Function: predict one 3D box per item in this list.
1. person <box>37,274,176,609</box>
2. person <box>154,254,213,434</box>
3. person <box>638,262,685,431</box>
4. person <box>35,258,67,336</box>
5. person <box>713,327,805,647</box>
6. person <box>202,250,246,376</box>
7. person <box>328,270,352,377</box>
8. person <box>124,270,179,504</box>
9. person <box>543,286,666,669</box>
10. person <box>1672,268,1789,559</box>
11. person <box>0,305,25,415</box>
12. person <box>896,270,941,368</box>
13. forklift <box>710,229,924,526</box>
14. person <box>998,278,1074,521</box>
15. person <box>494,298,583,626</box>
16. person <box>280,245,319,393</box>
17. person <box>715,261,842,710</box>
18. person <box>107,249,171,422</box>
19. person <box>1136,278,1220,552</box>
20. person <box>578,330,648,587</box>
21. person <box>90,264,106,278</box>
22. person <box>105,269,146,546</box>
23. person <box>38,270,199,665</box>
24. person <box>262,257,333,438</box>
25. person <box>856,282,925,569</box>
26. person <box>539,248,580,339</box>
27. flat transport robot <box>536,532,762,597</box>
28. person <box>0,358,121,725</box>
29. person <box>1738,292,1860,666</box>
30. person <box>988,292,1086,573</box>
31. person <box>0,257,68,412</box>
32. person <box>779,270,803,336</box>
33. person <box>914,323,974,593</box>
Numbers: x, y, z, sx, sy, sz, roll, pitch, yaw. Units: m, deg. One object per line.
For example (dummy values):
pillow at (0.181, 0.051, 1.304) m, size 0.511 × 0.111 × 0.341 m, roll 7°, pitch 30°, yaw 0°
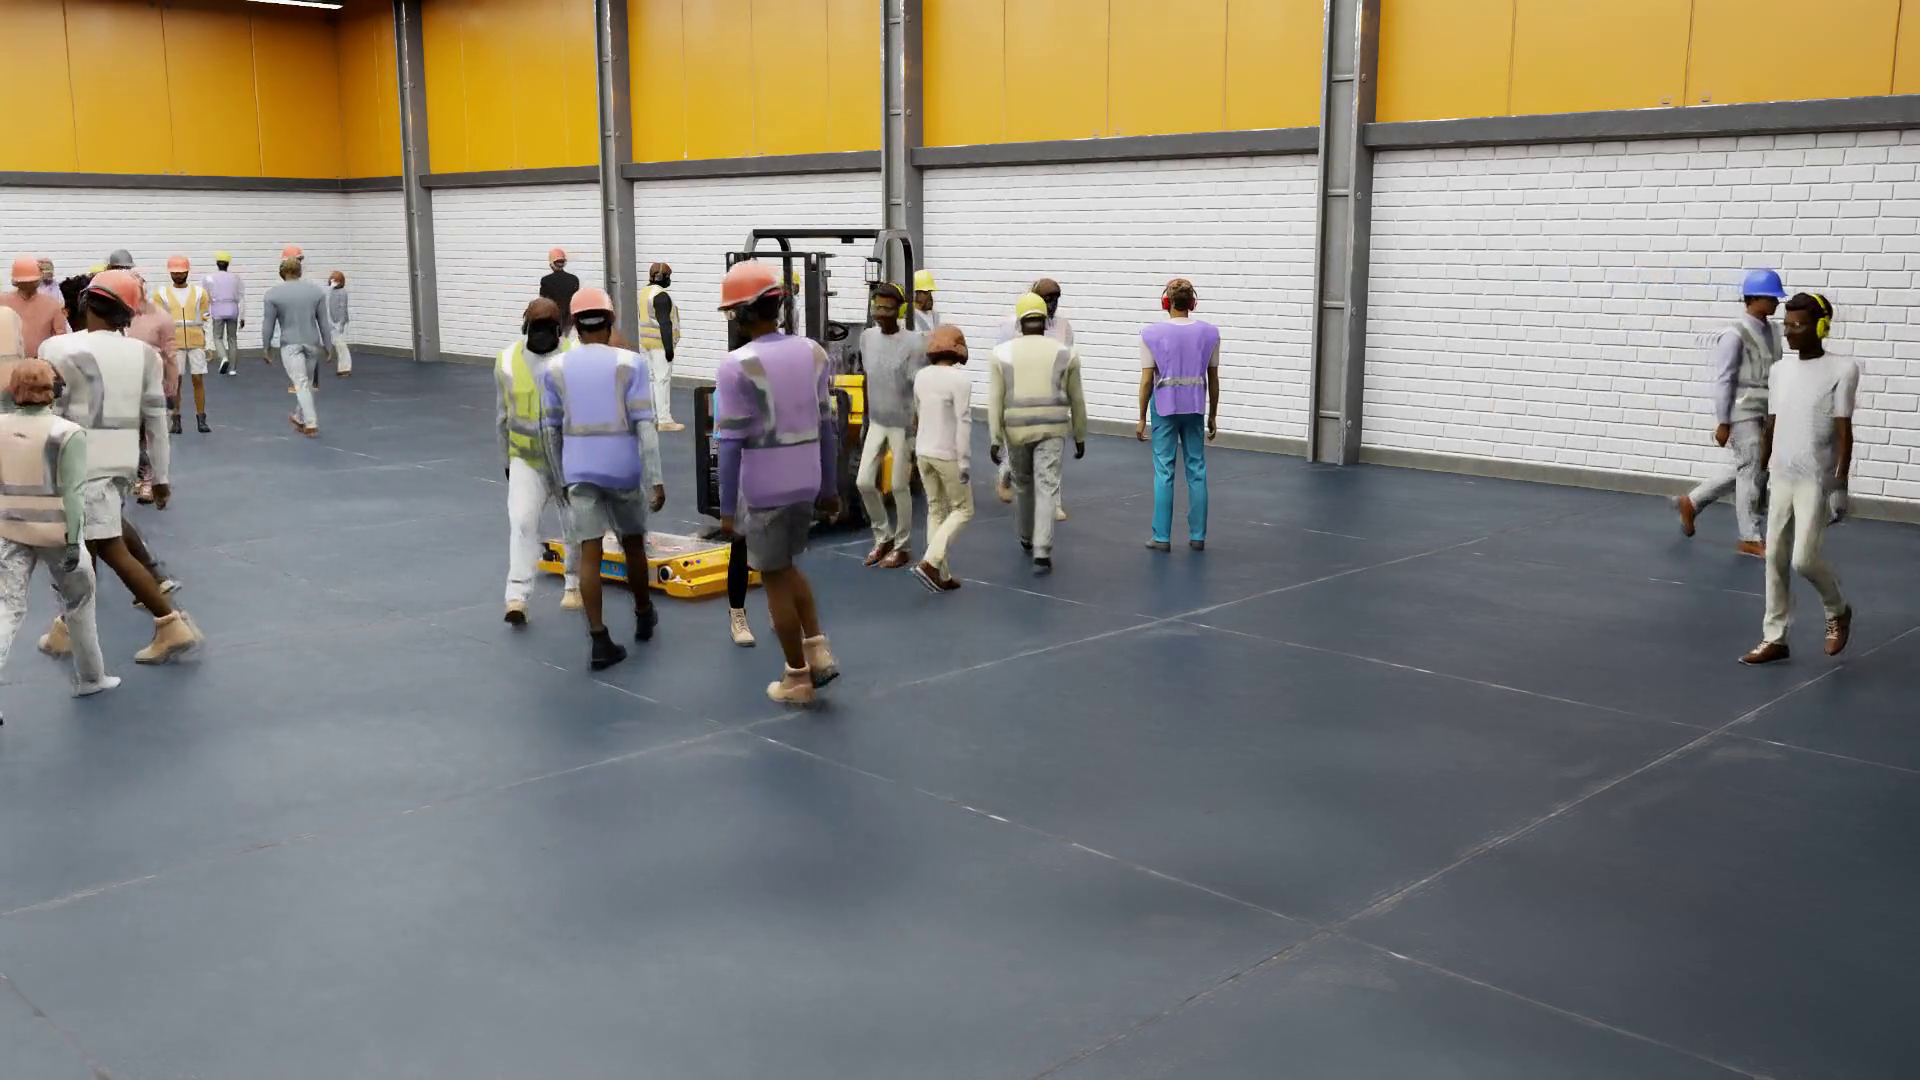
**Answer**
person at (-4.933, -0.563, 9.569) m, size 1.001 × 1.922 × 0.616 m, roll 4°, pitch 11°, yaw 20°
person at (-8.349, -2.106, 17.918) m, size 0.551 × 1.932 × 0.376 m, roll -6°, pitch 12°, yaw -28°
person at (-3.279, -2.115, 18.240) m, size 0.429 × 1.837 × 0.621 m, roll -6°, pitch 12°, yaw -31°
person at (-11.251, -2.545, 20.550) m, size 0.995 × 1.848 × 0.684 m, roll 5°, pitch 12°, yaw 28°
person at (-1.030, -0.301, 8.718) m, size 0.522 × 1.700 × 0.317 m, roll -8°, pitch 13°, yaw -36°
person at (-11.149, -3.432, 25.222) m, size 0.606 × 1.904 × 0.450 m, roll -5°, pitch 12°, yaw -27°
person at (-9.411, -3.268, 25.147) m, size 0.272 × 1.612 × 0.638 m, roll -9°, pitch 14°, yaw -40°
person at (-6.692, -1.247, 13.458) m, size 0.647 × 1.862 × 0.960 m, roll -2°, pitch 11°, yaw -9°
person at (-1.774, -0.341, 8.463) m, size 0.618 × 1.869 × 0.952 m, roll 0°, pitch 10°, yaw 1°
person at (5.212, -0.858, 11.156) m, size 0.613 × 1.923 × 0.792 m, roll -8°, pitch 13°, yaw -38°
person at (-7.663, -1.246, 13.321) m, size 0.676 × 1.905 × 0.589 m, roll 4°, pitch 11°, yaw 19°
person at (-0.343, -1.421, 14.460) m, size 0.404 × 1.829 × 0.600 m, roll 7°, pitch 12°, yaw 33°
forklift at (-1.050, -1.319, 12.920) m, size 1.214 × 2.155 × 2.313 m, roll 2°, pitch 11°, yaw 13°
person at (0.568, -1.076, 12.618) m, size 0.624 × 1.818 × 0.686 m, roll -4°, pitch 11°, yaw -22°
person at (-2.282, -0.432, 9.205) m, size 0.622 × 1.786 × 0.952 m, roll 0°, pitch 10°, yaw -2°
person at (-8.981, -2.990, 22.575) m, size 0.395 × 1.994 × 0.612 m, roll 1°, pitch 10°, yaw 5°
person at (-0.836, -0.226, 7.432) m, size 0.472 × 2.015 × 0.643 m, roll 9°, pitch 14°, yaw 41°
person at (-9.576, -2.352, 18.972) m, size 1.044 × 2.000 × 0.687 m, roll 5°, pitch 11°, yaw 25°
person at (1.471, -0.831, 11.207) m, size 0.566 × 1.844 × 0.381 m, roll -2°, pitch 11°, yaw -10°
person at (-2.084, -0.506, 10.055) m, size 0.436 × 1.612 × 0.518 m, roll -1°, pitch 10°, yaw -3°
person at (-11.987, -2.975, 23.197) m, size 0.528 × 1.742 × 0.757 m, roll -3°, pitch 11°, yaw -17°
person at (-5.859, -0.900, 11.435) m, size 0.426 × 1.911 × 0.602 m, roll -4°, pitch 11°, yaw -18°
person at (-4.268, -0.354, 8.323) m, size 0.986 × 1.968 × 0.615 m, roll 3°, pitch 11°, yaw 14°
person at (-7.066, -2.048, 17.696) m, size 0.656 × 1.892 × 0.995 m, roll -9°, pitch 14°, yaw -42°
person at (-0.455, -0.713, 10.588) m, size 0.558 × 1.841 × 0.470 m, roll 6°, pitch 12°, yaw 31°
person at (-5.621, -3.131, 23.471) m, size 0.628 × 1.954 × 1.003 m, roll -10°, pitch 14°, yaw -44°
flat transport robot at (-1.917, 0.121, 10.312) m, size 1.431 × 0.197 × 0.652 m, roll 8°, pitch 13°, yaw 38°
person at (-4.131, -0.006, 7.385) m, size 0.518 × 1.598 × 0.848 m, roll 1°, pitch 10°, yaw 5°
person at (4.180, -0.284, 8.209) m, size 0.514 × 1.849 × 0.553 m, roll -4°, pitch 11°, yaw -22°
person at (0.501, -0.703, 10.736) m, size 0.616 × 1.769 × 0.983 m, roll 1°, pitch 10°, yaw 4°
person at (-8.269, -1.535, 14.811) m, size 0.630 × 1.926 × 1.048 m, roll -6°, pitch 12°, yaw -31°
person at (-1.934, -2.195, 18.923) m, size 0.323 × 1.742 × 0.492 m, roll -1°, pitch 10°, yaw -6°
person at (-0.130, -0.472, 9.869) m, size 0.445 × 1.616 × 0.514 m, roll -10°, pitch 15°, yaw -44°
